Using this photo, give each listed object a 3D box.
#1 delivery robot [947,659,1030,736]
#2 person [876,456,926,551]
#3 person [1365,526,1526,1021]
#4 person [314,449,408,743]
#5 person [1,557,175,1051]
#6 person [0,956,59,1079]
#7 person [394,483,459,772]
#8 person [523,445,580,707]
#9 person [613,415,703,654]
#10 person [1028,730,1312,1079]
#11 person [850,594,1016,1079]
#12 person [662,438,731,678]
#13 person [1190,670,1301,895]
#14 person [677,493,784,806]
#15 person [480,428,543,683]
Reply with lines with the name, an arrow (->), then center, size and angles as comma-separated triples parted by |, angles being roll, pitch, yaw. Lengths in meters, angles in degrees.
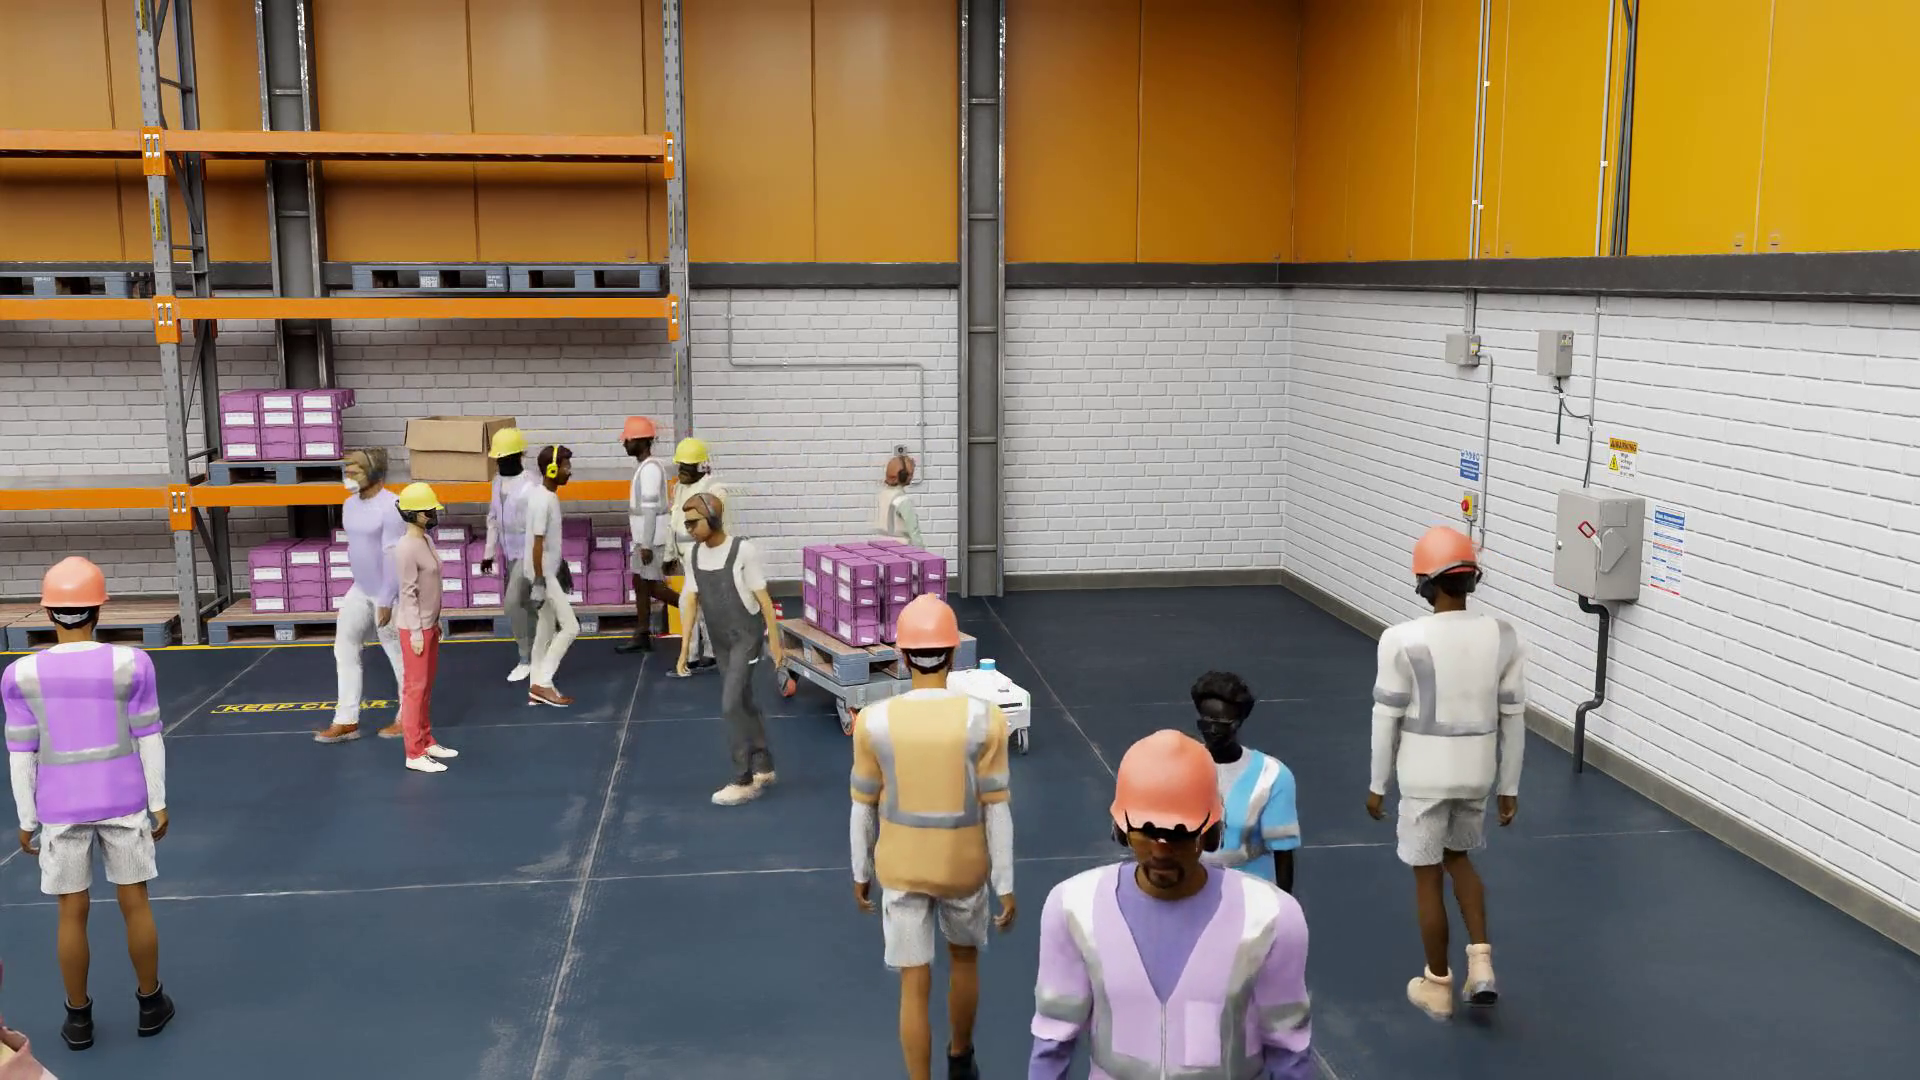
delivery robot -> 0.176, 1.007, 10.664 | 0.477, 0.478, 0.707 | -3, 10, -21
person -> -0.399, 0.159, 12.933 | 0.632, 1.618, 0.510 | -3, 10, -20
person -> 1.942, 0.950, 6.742 | 0.602, 2.025, 0.419 | -2, 9, -12
person -> -3.830, 0.381, 10.666 | 0.634, 1.913, 0.810 | 6, 11, 32
person -> -3.407, 1.027, 6.527 | 0.542, 1.939, 0.361 | -4, 10, -25
person -> -1.790, 1.608, 3.008 | 0.639, 1.908, 0.409 | 5, 11, 31
person -> -3.284, 0.527, 10.189 | 0.309, 1.769, 0.525 | -1, 9, -4
person -> -2.857, 0.260, 11.603 | 0.434, 1.847, 0.543 | -3, 9, -16
person -> -2.395, -0.039, 13.233 | 0.694, 1.921, 0.549 | -3, 10, -17
person -> 0.451, 1.428, 3.757 | 0.648, 2.020, 0.719 | 3, 10, 17
person -> -0.095, 1.135, 5.932 | 0.584, 1.909, 0.759 | 0, 9, 2
person -> -2.055, 0.134, 12.497 | 0.686, 1.805, 0.632 | -7, 12, -38
person -> 0.892, 1.281, 5.796 | 0.557, 1.649, 0.847 | 3, 10, 20
person -> -1.327, 0.611, 9.570 | 0.539, 1.791, 0.677 | 6, 11, 35
person -> -3.298, 0.107, 12.385 | 0.607, 1.895, 0.637 | -9, 13, -44
